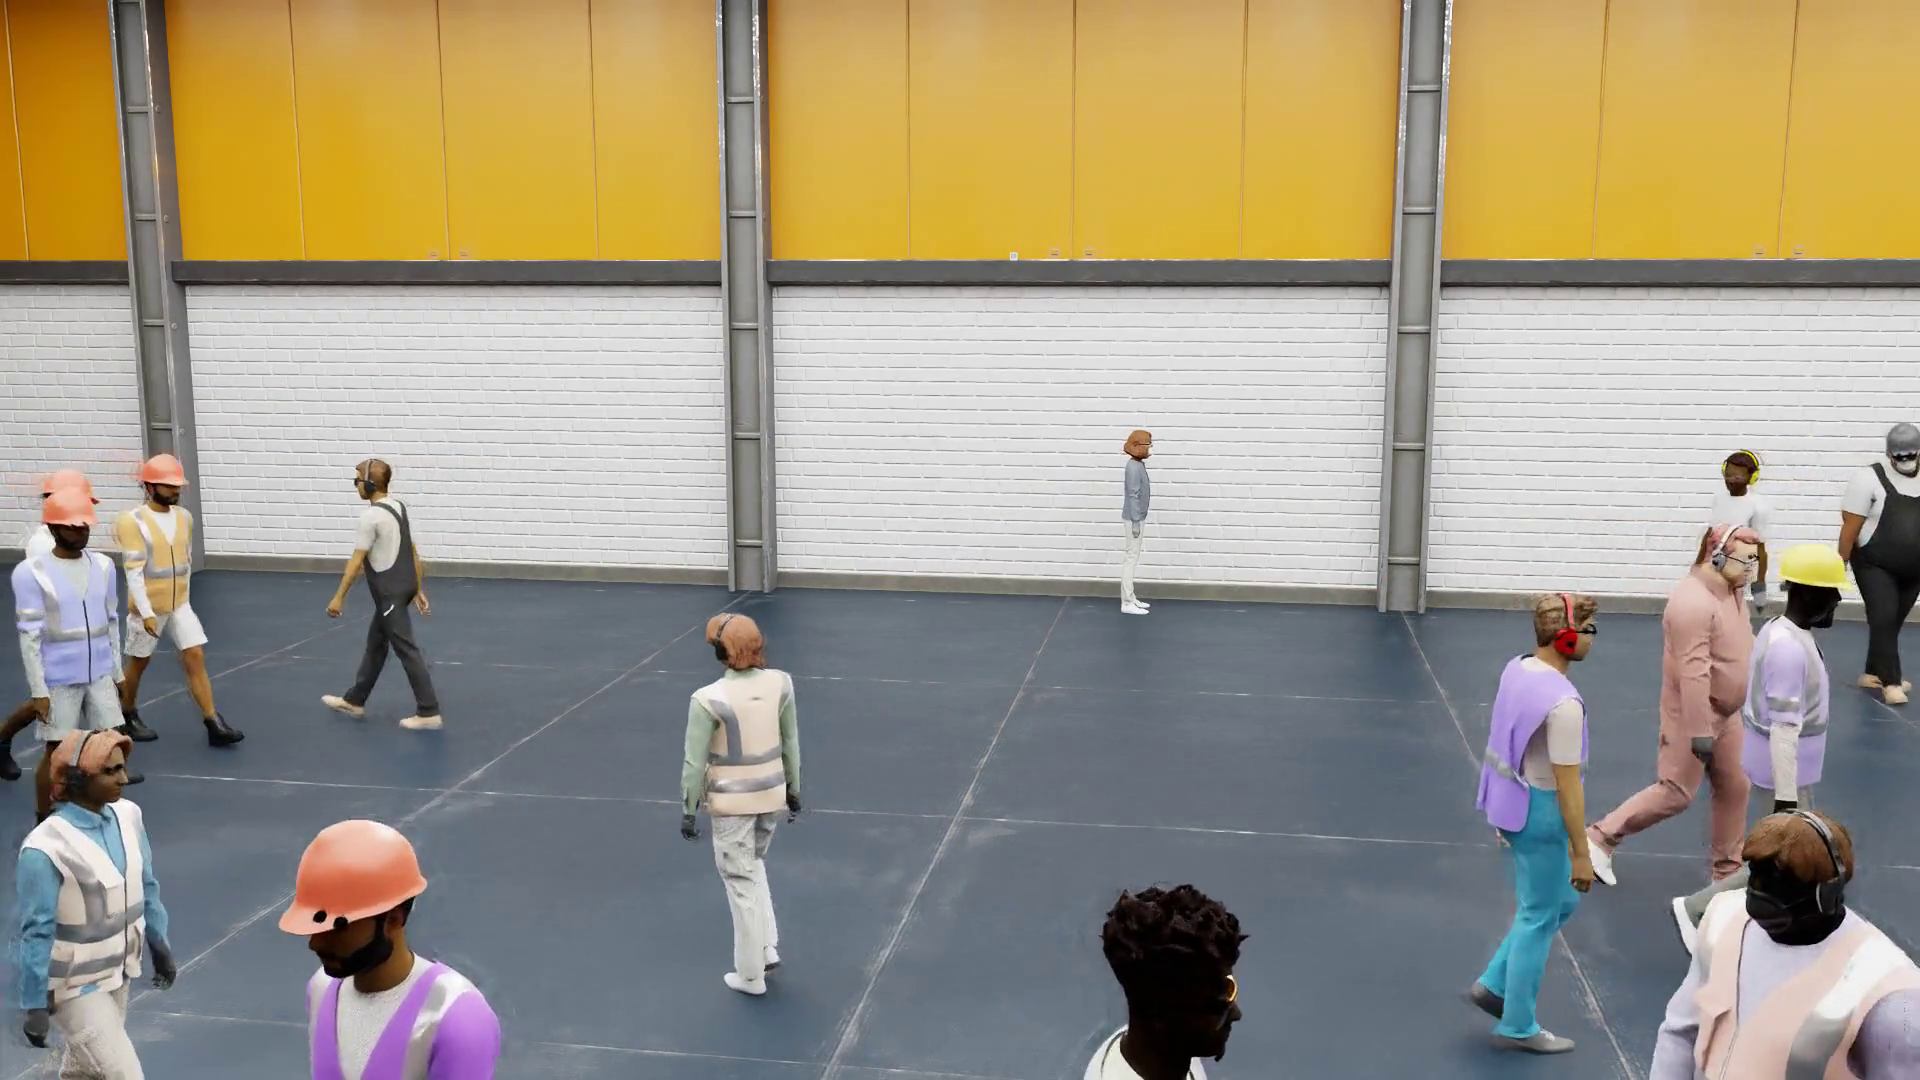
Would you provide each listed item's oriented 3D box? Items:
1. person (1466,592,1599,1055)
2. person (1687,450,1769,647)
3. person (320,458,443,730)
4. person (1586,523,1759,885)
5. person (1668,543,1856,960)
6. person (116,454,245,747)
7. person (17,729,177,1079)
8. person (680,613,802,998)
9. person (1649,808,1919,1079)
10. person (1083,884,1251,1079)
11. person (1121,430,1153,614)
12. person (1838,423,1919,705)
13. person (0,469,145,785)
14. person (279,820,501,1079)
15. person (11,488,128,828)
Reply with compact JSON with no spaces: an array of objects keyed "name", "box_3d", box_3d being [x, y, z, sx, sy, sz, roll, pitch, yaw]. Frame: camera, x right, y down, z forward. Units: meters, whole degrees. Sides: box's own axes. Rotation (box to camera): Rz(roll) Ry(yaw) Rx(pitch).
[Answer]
[{"name":"person","box_3d":[2.233,1.096,6.388,0.455,1.828,0.593,0,9,1]},{"name":"person","box_3d":[5.401,0.266,11.526,0.912,1.827,0.547,-1,9,-7]},{"name":"person","box_3d":[-3.868,0.365,10.999,0.963,1.796,0.525,1,9,5]},{"name":"person","box_3d":[3.493,0.818,8.026,0.829,1.869,0.631,9,13,43]},{"name":"person","box_3d":[3.441,0.950,7.013,0.636,1.910,0.609,5,11,29]},{"name":"person","box_3d":[-5.055,0.396,10.558,0.982,1.881,0.552,5,10,27]},{"name":"person","box_3d":[-2.641,1.385,5.231,0.704,1.609,0.537,1,9,5]},{"name":"person","box_3d":[-0.924,1.102,6.951,0.396,1.620,0.543,9,13,44]},{"name":"person","box_3d":[1.876,1.506,3.925,0.905,1.807,0.620,-2,9,-13]},{"name":"person","box_3d":[0.302,1.564,3.187,0.900,1.935,0.617,2,9,11]},{"name":"person","box_3d":[1.570,-0.167,14.776,0.264,1.632,0.507,1,9,9]},{"name":"person","box_3d":[6.652,0.127,11.714,0.885,2.000,0.740,-1,9,-8]},{"name":"person","box_3d":[-5.326,0.530,9.732,0.901,1.885,0.554,0,9,-2]},{"name":"person","box_3d":[-1.199,1.513,3.648,0.563,1.896,0.983,5,10,26]},{"name":"person","box_3d":[-4.595,0.688,8.645,0.481,1.947,0.548,5,11,30]}]
